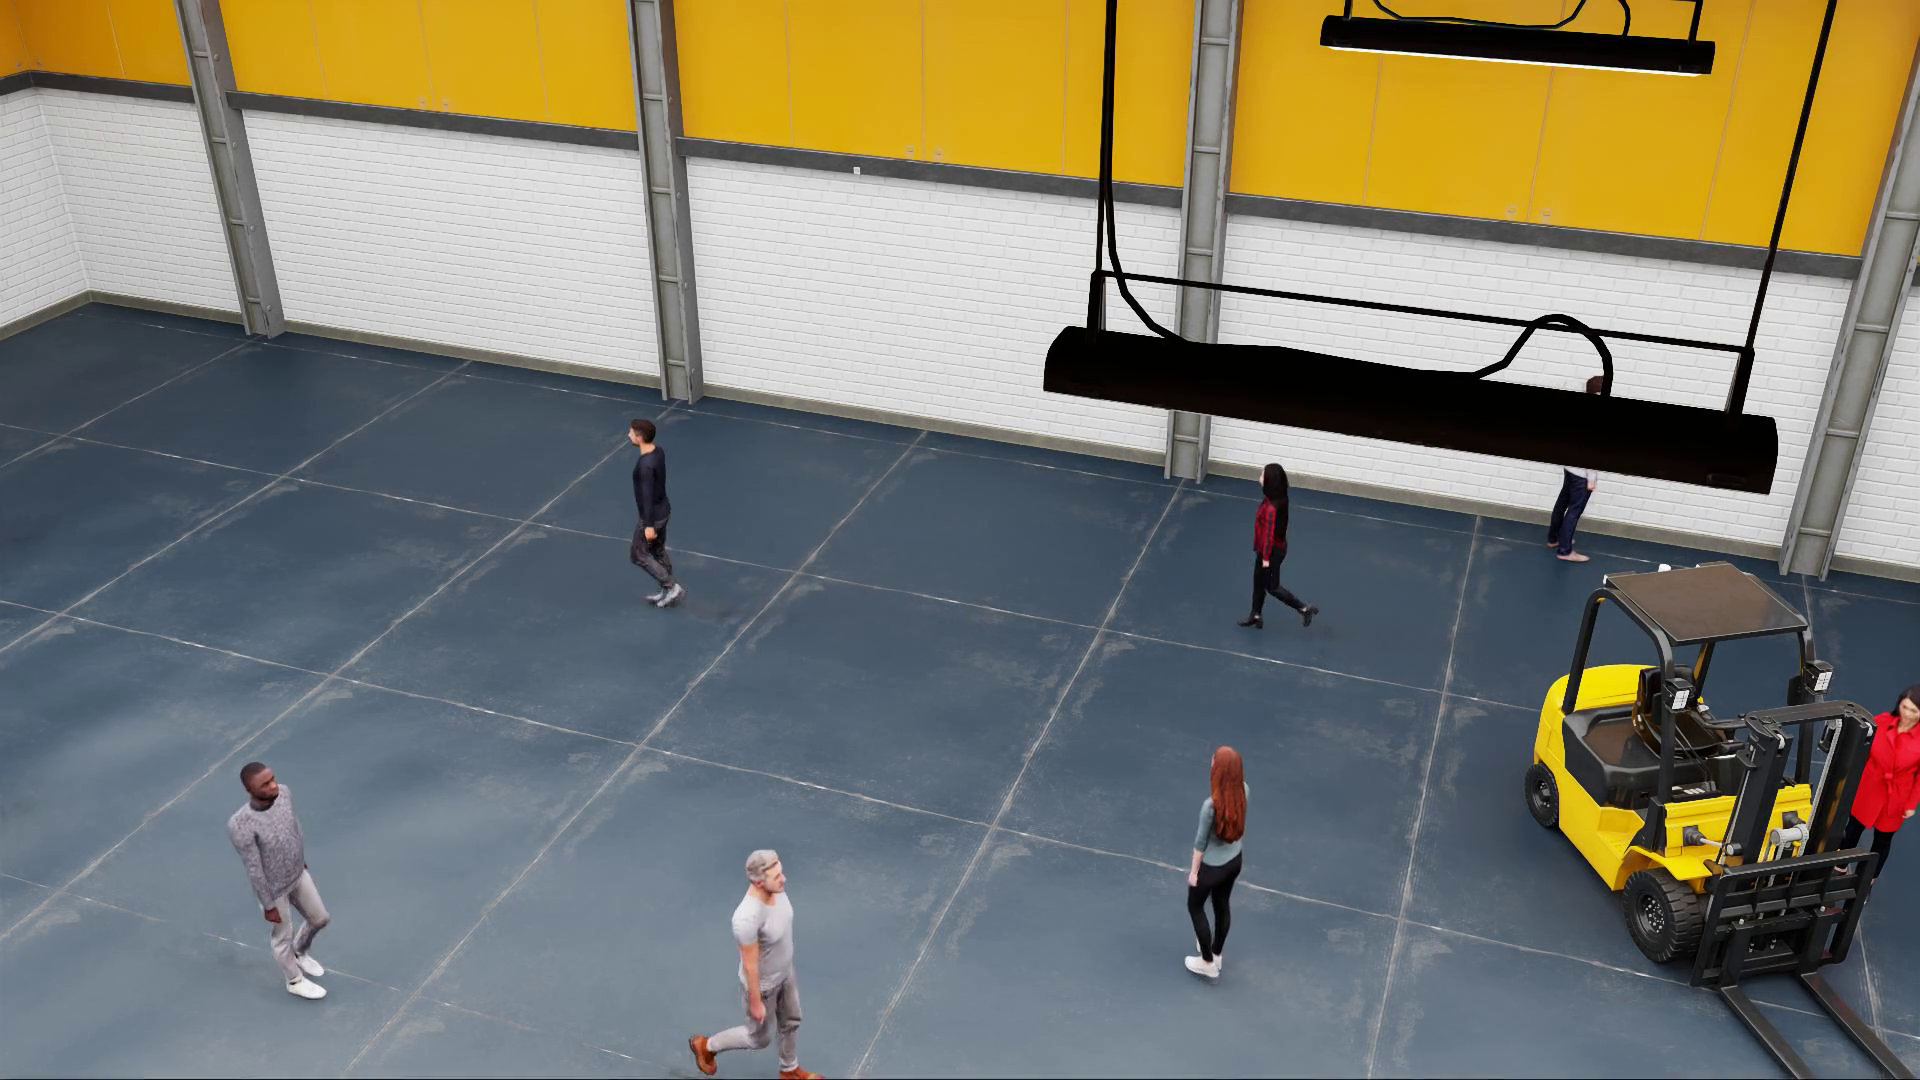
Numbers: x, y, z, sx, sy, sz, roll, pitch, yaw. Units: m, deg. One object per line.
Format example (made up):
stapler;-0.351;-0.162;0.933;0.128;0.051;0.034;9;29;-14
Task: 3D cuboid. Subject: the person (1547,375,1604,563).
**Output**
person;5.881;-0.708;15.772;0.704;1.850;0.753;-1;29;-2

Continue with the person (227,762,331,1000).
person;-4.385;2.149;10.557;0.632;1.828;0.678;11;30;19

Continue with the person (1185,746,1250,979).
person;1.670;2.105;10.731;0.704;1.740;0.726;-20;34;-32

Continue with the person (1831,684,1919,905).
person;6.330;1.733;11.403;0.783;1.750;0.693;-24;37;-37

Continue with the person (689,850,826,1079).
person;-1.229;2.558;9.828;1.040;1.809;0.728;9;30;15

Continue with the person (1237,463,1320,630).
person;2.808;0.099;14.518;0.940;1.636;0.639;7;29;13

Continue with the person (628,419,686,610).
person;-2.648;-0.200;14.835;0.762;1.856;0.743;3;29;5
